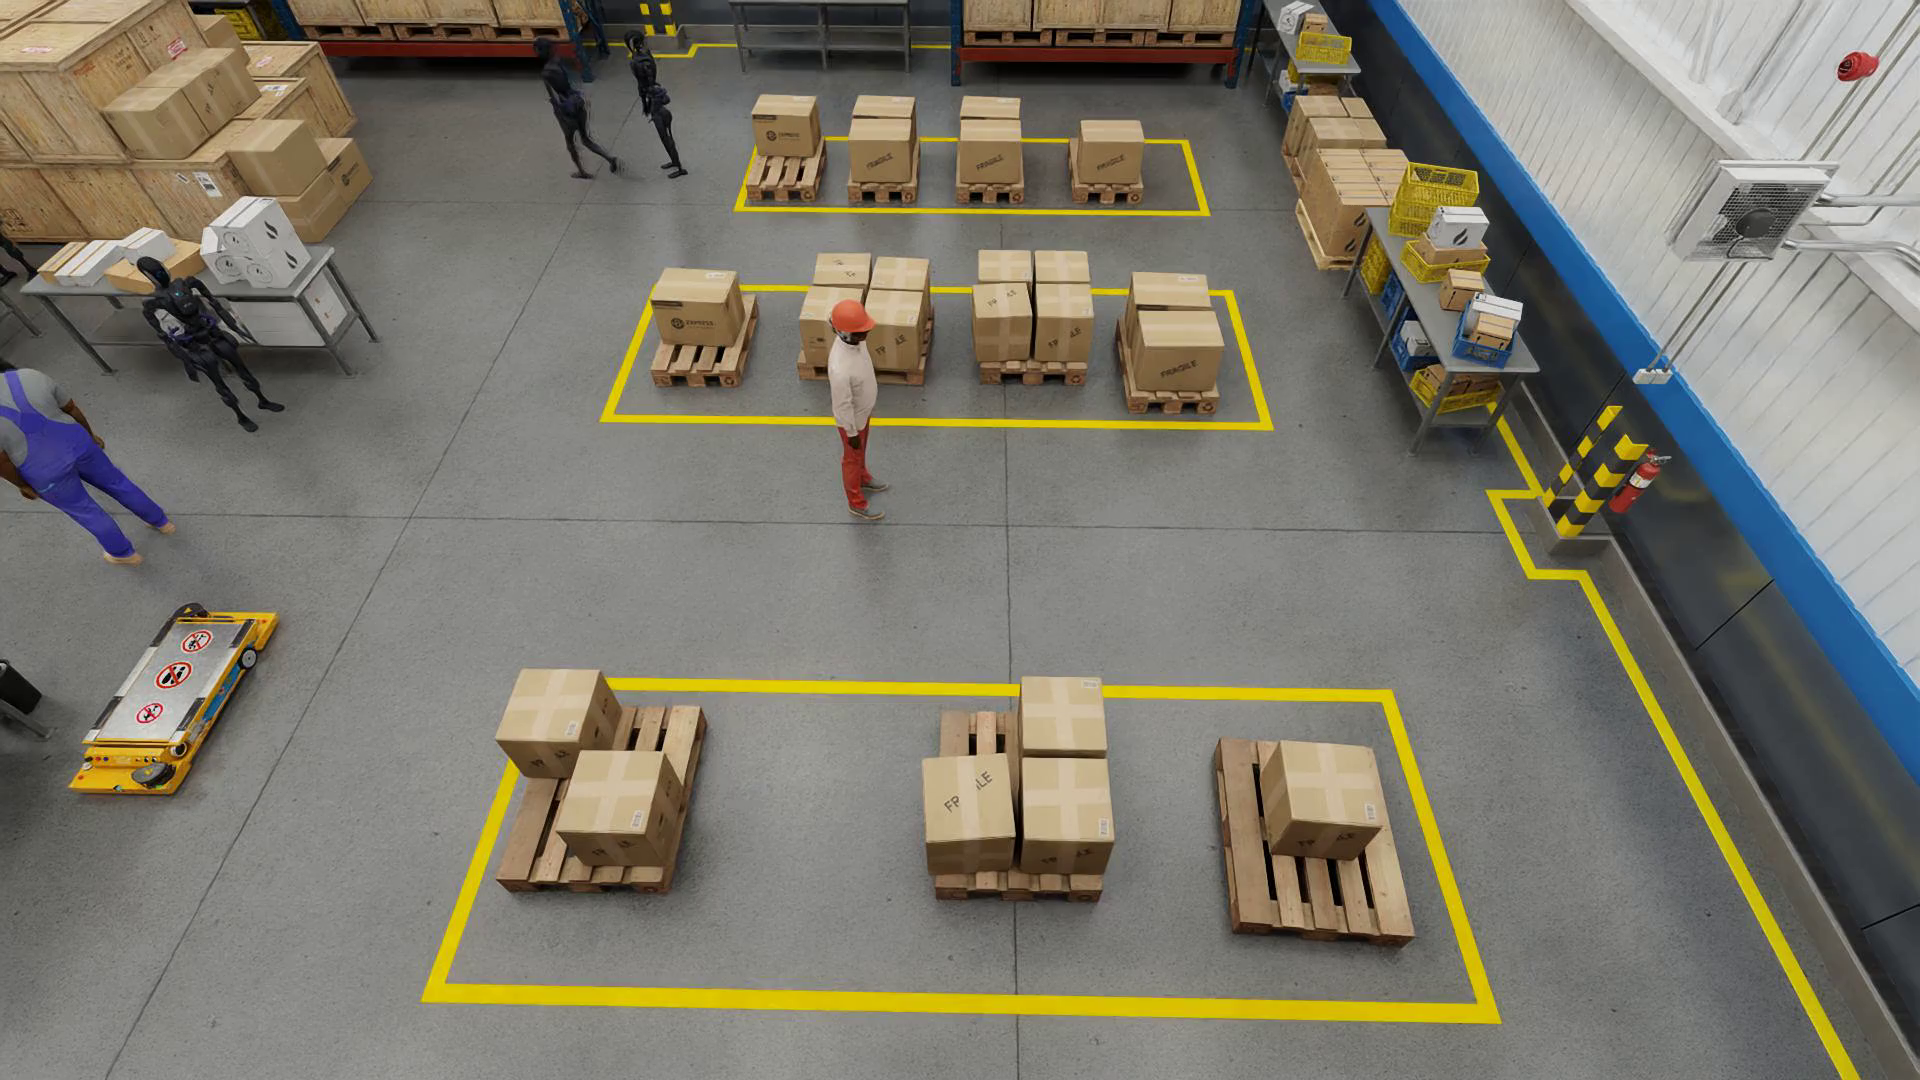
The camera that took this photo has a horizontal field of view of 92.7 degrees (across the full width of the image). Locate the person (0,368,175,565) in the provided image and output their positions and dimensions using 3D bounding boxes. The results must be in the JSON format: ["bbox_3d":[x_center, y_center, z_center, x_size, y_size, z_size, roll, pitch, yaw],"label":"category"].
[{"bbox_3d":[-6.709,-0.622,6.734,0.539,2.000,0.682,13,51,11],"label":"person"}]

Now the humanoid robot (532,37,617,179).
[{"bbox_3d":[-4.496,-5.023,10.705,0.552,1.641,0.604,10,50,8],"label":"humanoid robot"}]

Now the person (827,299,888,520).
[{"bbox_3d":[-0.791,-0.997,7.080,0.382,1.995,0.609,5,50,4],"label":"person"}]

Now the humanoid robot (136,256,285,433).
[{"bbox_3d":[-6.434,-1.686,7.861,0.325,1.658,0.600,18,52,15],"label":"humanoid robot"}]

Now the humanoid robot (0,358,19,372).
[{"bbox_3d":[-8.413,-1.581,7.790,0.606,1.635,0.574,-3,50,-2],"label":"humanoid robot"}]

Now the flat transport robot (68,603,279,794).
[{"bbox_3d":[-5.504,1.072,6.442,0.652,0.197,1.431,1,50,1],"label":"flat transport robot"}]

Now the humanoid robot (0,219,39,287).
[{"bbox_3d":[-10.113,-3.343,9.263,0.602,1.657,0.315,-8,50,-7],"label":"humanoid robot"}]

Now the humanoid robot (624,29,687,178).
[{"bbox_3d":[-3.595,-5.108,10.766,0.357,1.650,0.563,-27,55,-21],"label":"humanoid robot"}]
